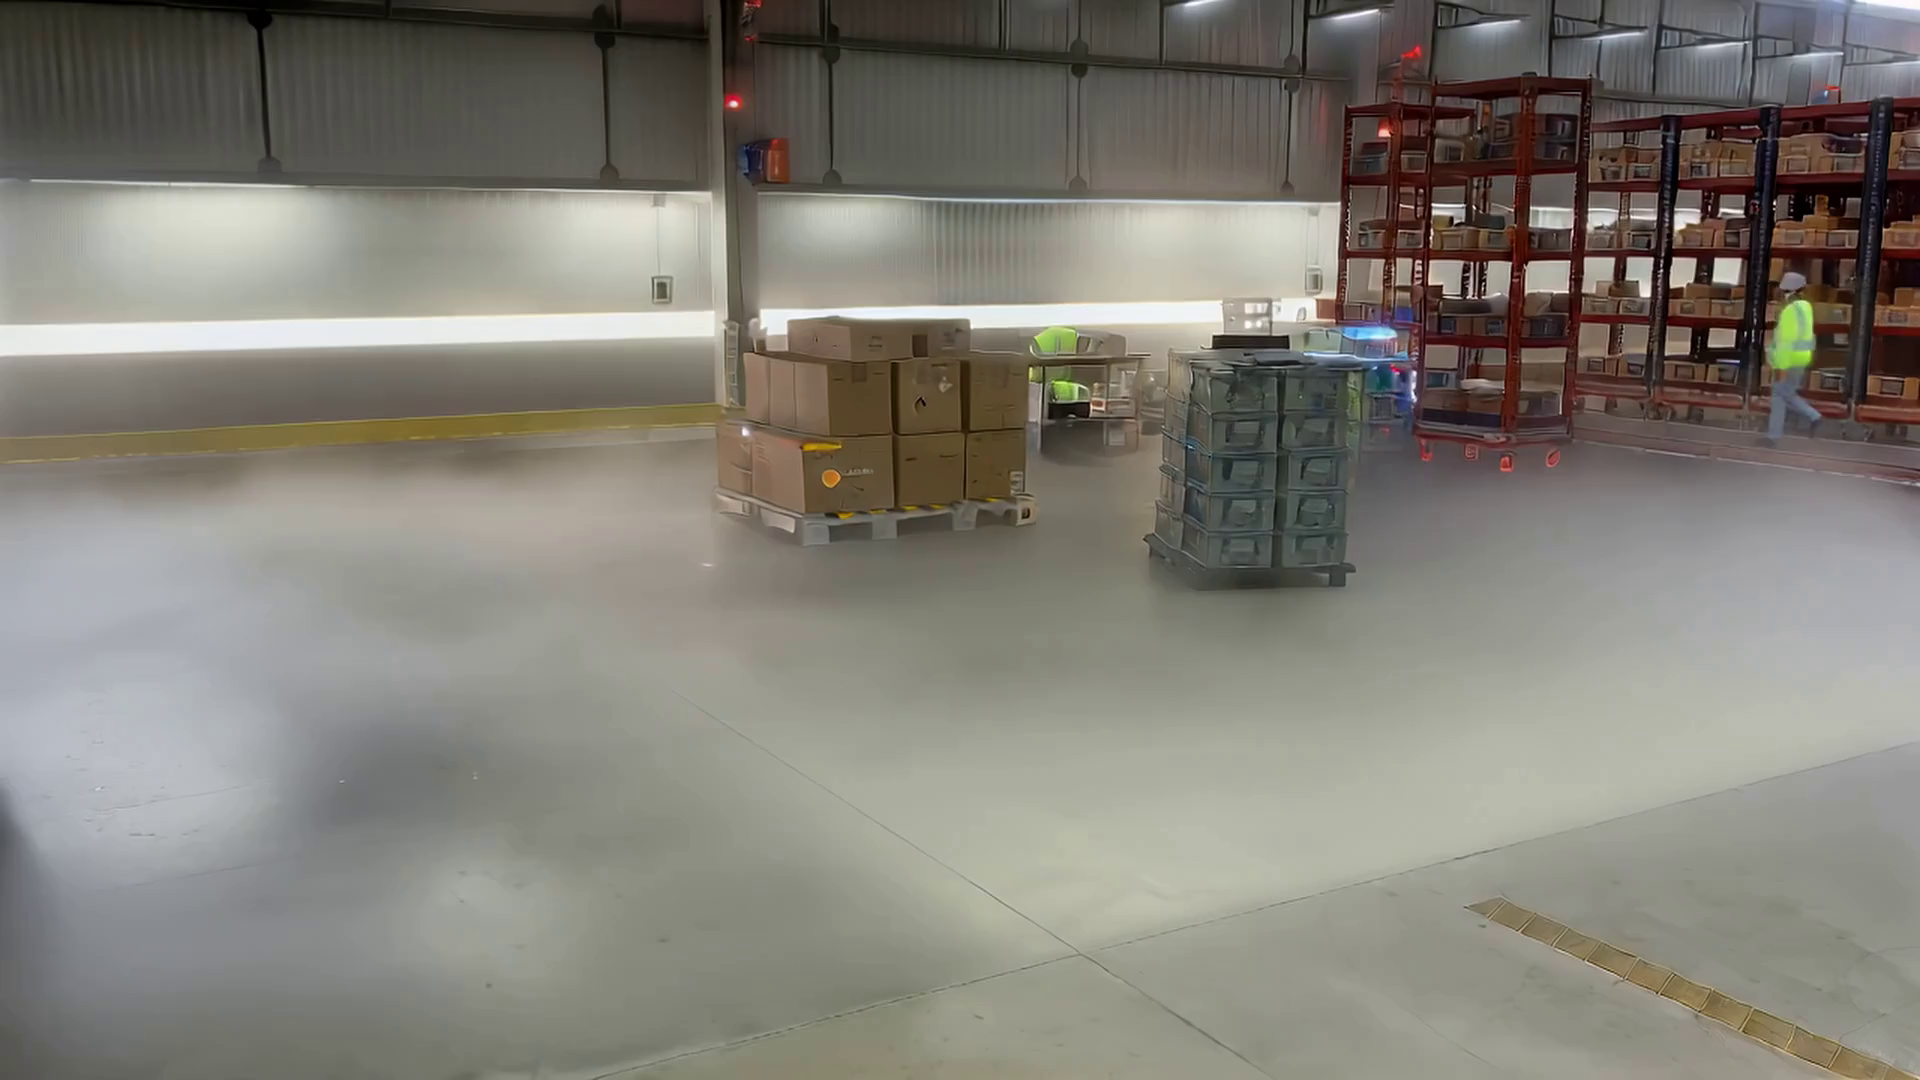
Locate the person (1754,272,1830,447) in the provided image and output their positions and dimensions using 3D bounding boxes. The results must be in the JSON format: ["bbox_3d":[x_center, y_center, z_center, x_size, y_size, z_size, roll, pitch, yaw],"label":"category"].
[{"bbox_3d":[8.604,-1.839,17.116,0.585,1.816,0.596,9,13,41],"label":"person"}]
